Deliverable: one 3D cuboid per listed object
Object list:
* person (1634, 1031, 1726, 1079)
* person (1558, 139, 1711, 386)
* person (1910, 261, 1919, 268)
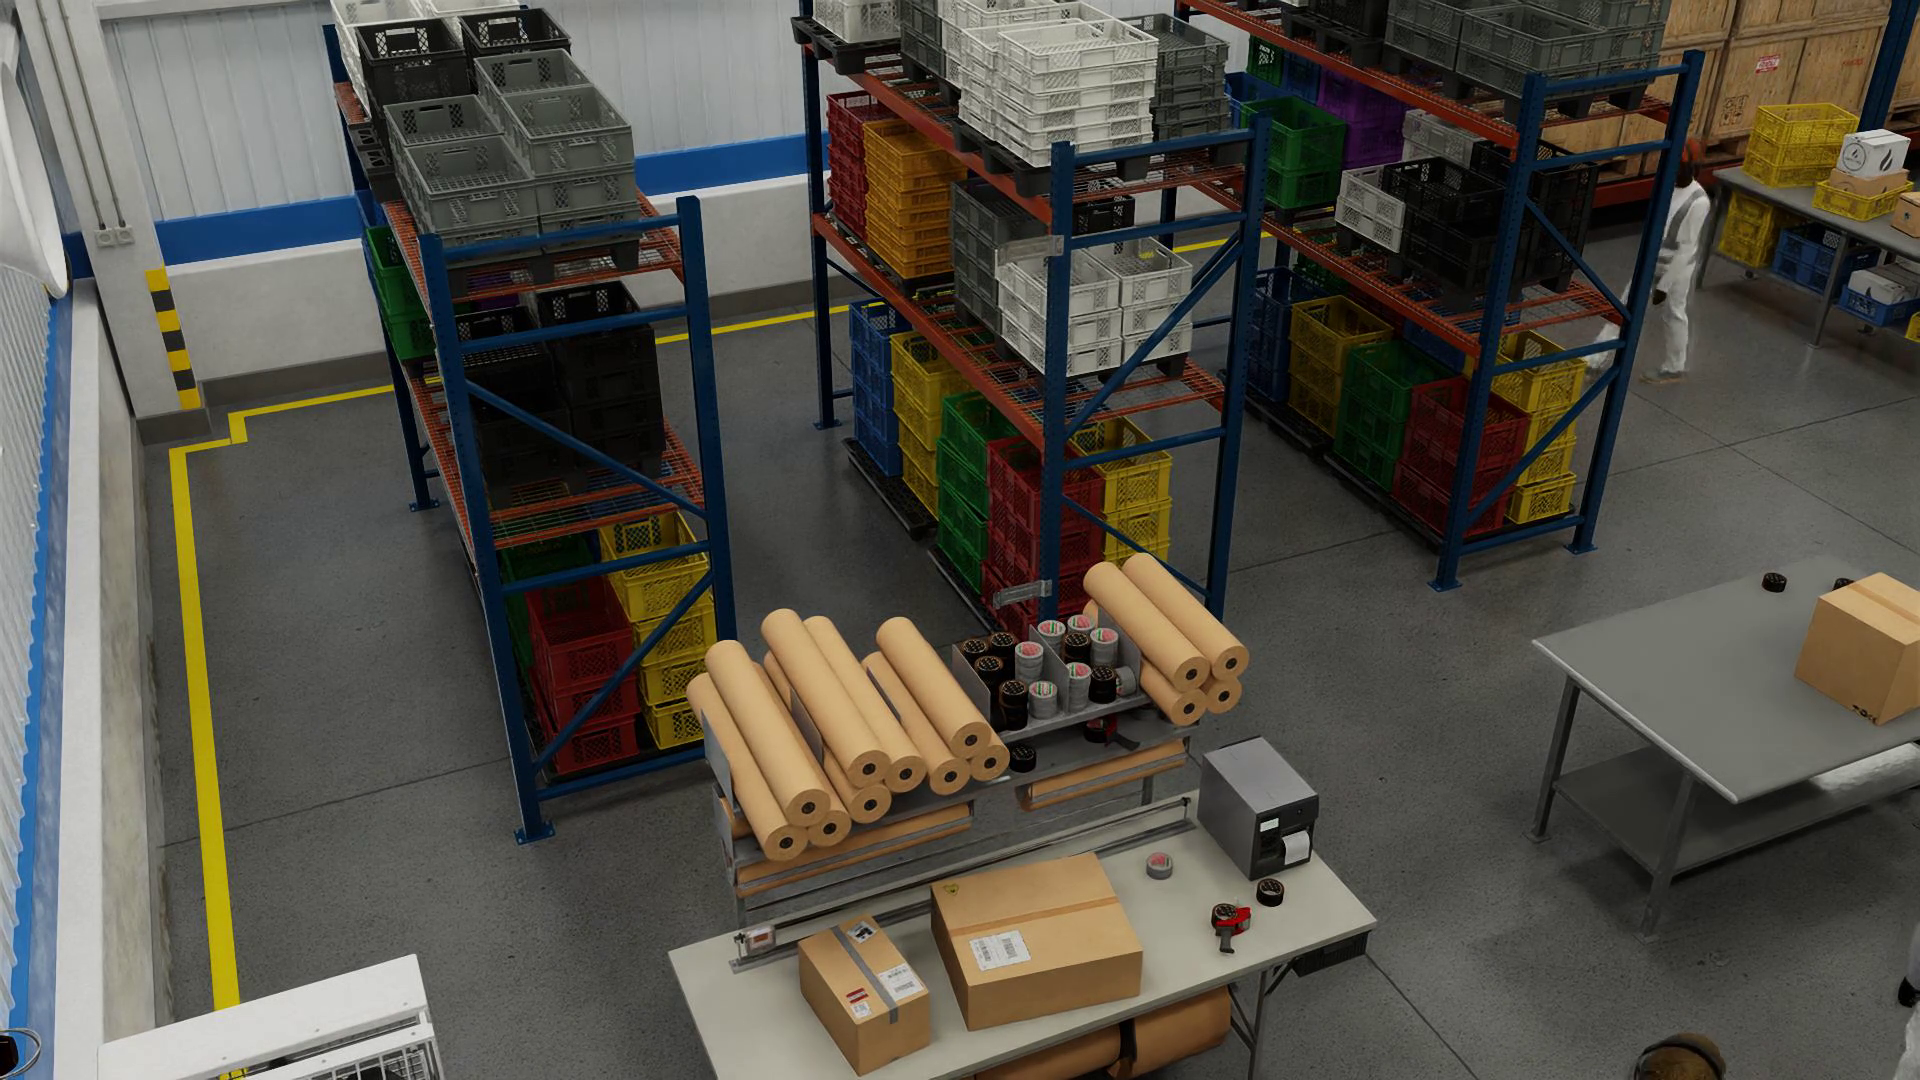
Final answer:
[{"bbox_3d":[1.996,2.137,4.914,0.755,1.919,0.634,-23,38,-32],"label":"person"},{"bbox_3d":[4.783,-1.878,11.509,0.989,1.835,0.595,-5,32,-8],"label":"person"},{"bbox_3d":[7.492,-2.514,12.514,0.321,1.871,0.532,-22,38,-32],"label":"person"}]
